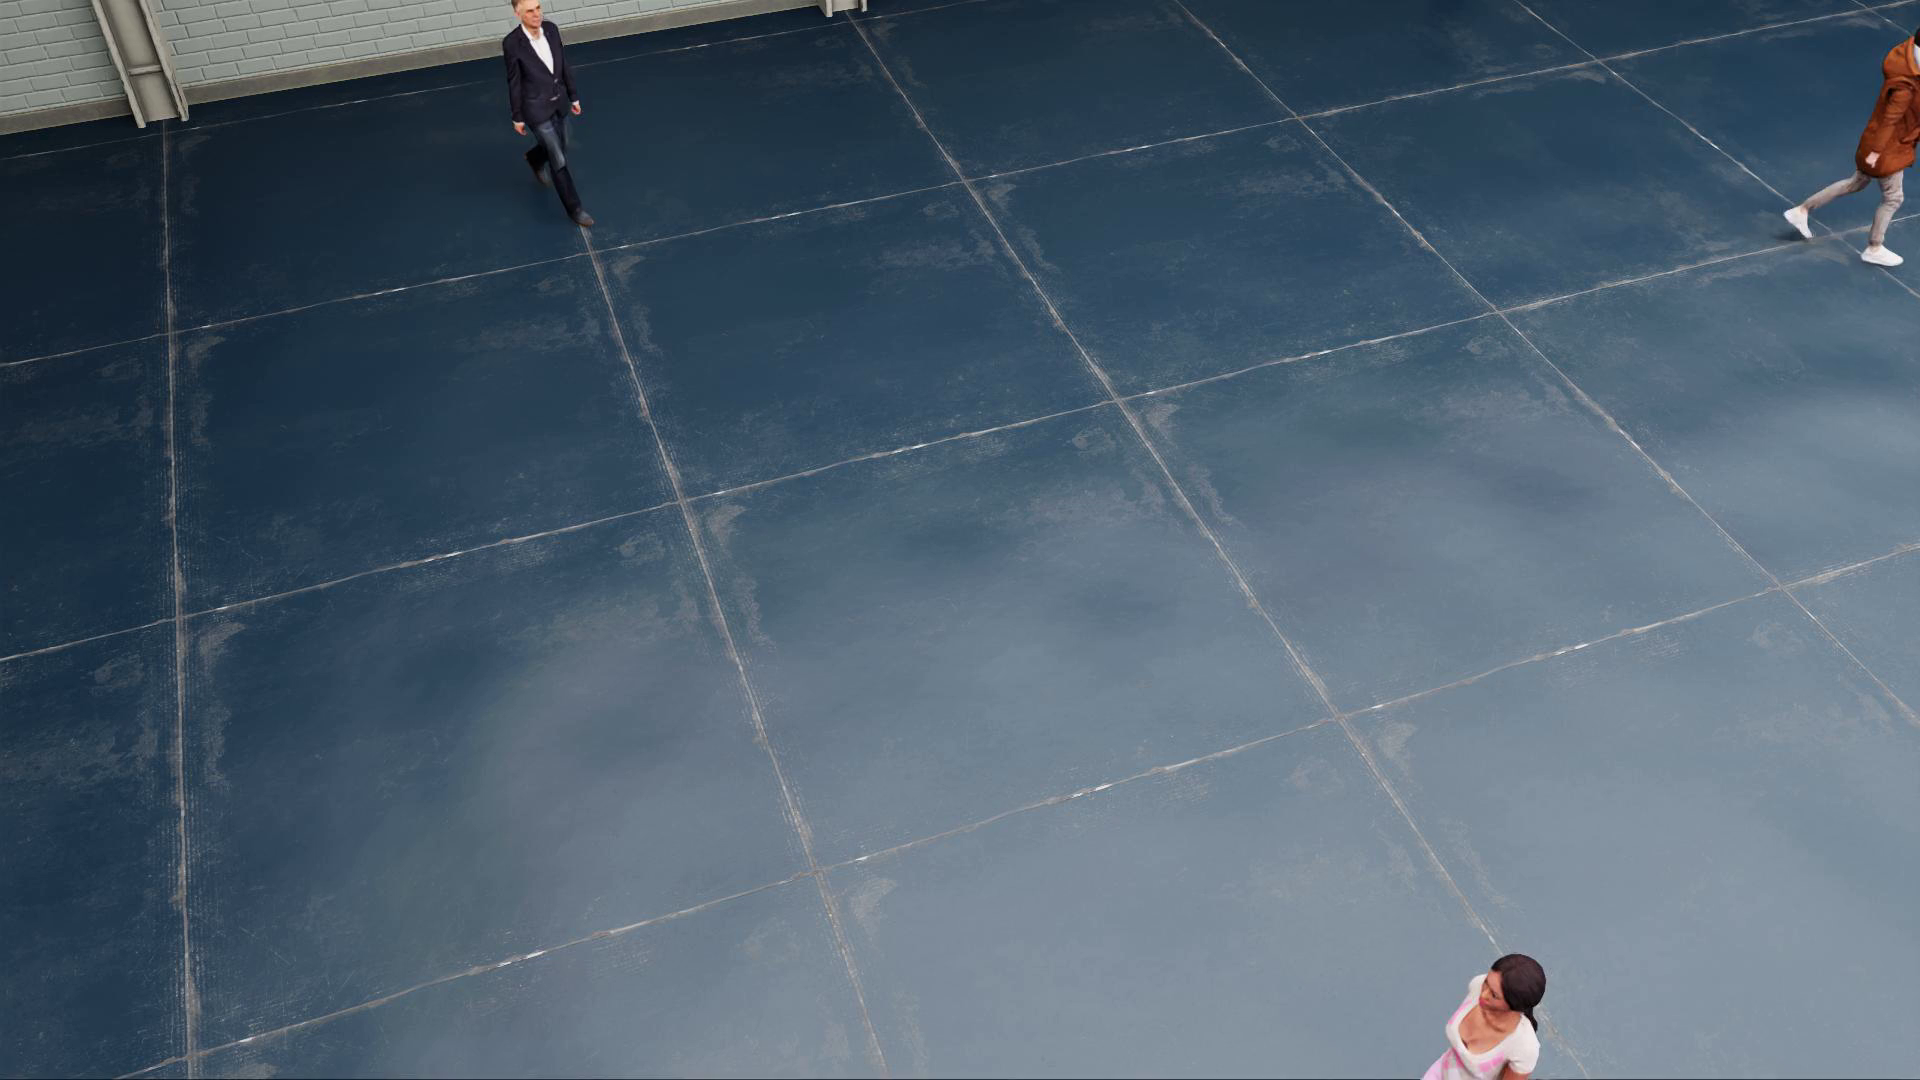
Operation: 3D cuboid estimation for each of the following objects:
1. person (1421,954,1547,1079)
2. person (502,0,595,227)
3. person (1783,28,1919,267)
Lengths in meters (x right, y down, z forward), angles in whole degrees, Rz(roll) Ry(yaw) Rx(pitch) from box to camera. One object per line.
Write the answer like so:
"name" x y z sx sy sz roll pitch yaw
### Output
"person" 2.117 2.190 6.614 1.102 1.713 0.579 -14 45 -15
"person" -3.138 -3.282 12.421 1.094 1.785 1.199 32 52 29
"person" 6.573 -2.861 11.955 1.213 1.806 1.121 14 45 15
